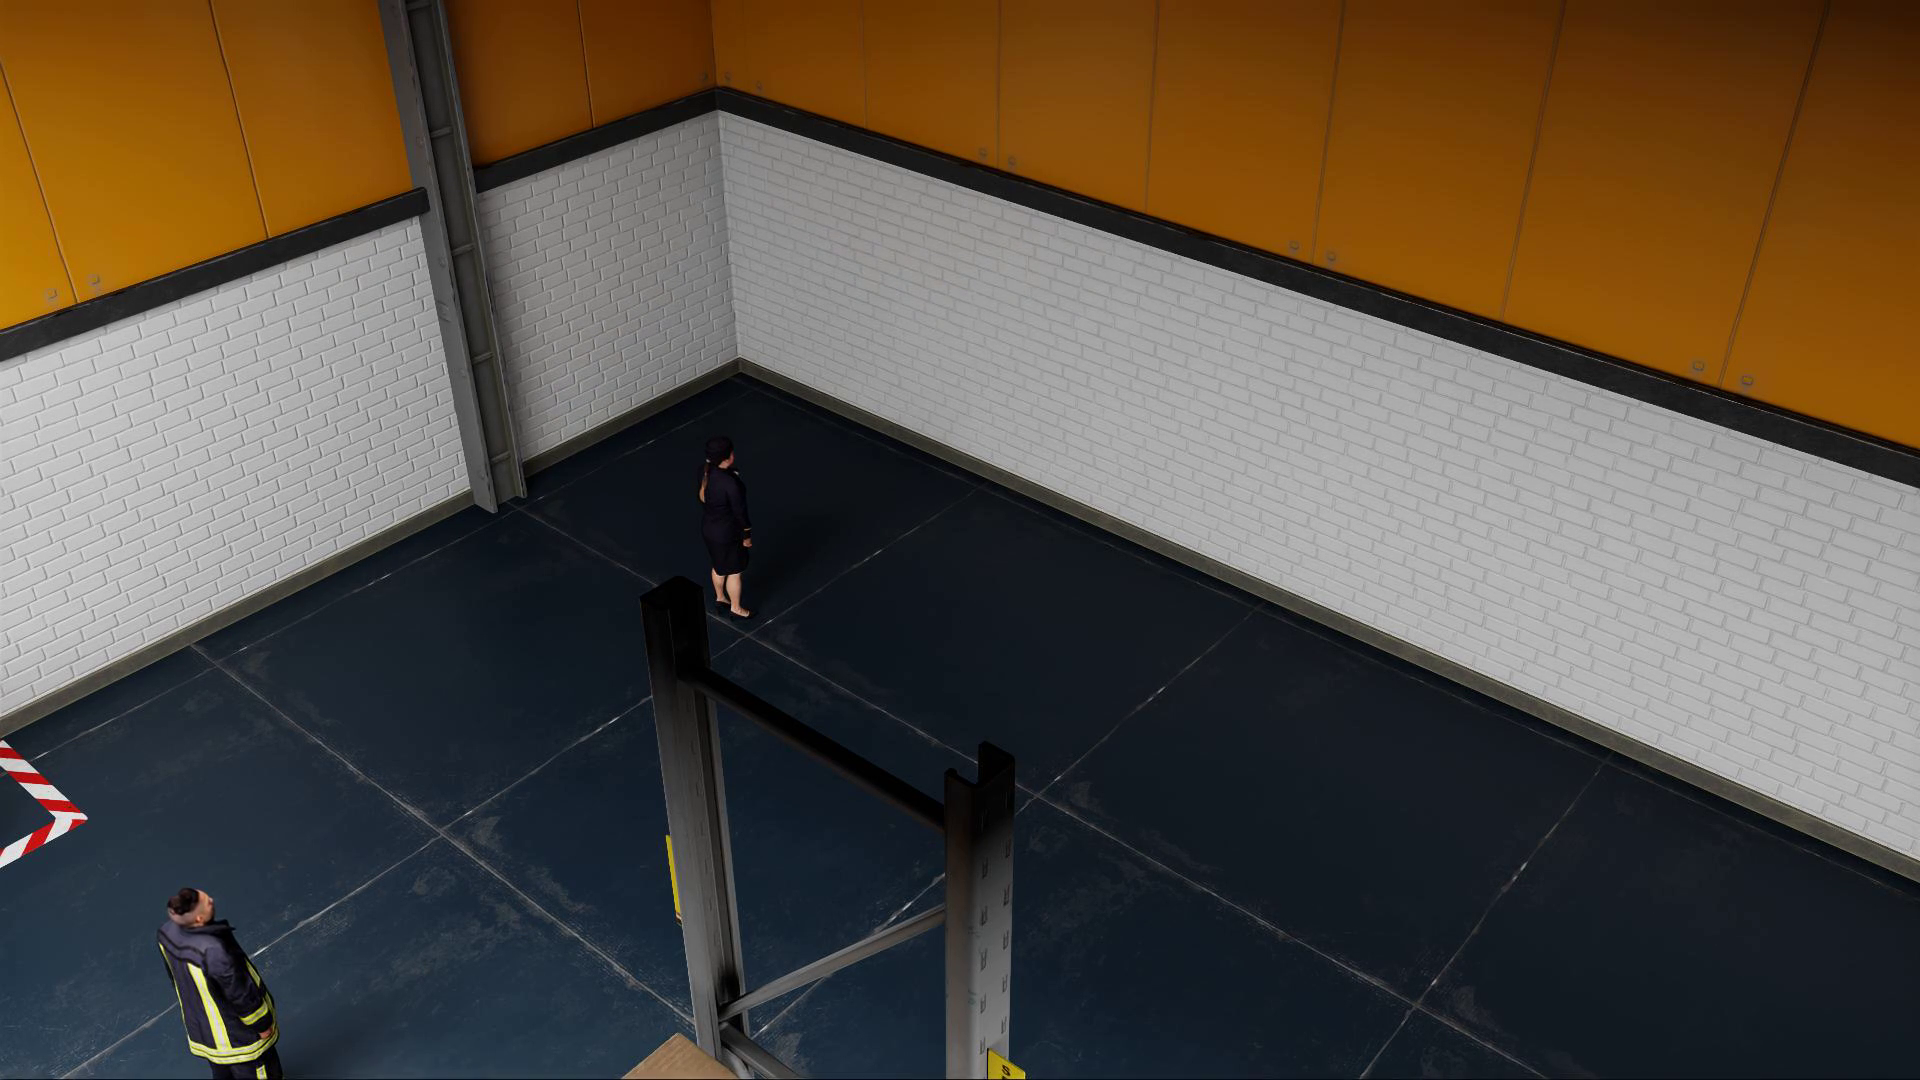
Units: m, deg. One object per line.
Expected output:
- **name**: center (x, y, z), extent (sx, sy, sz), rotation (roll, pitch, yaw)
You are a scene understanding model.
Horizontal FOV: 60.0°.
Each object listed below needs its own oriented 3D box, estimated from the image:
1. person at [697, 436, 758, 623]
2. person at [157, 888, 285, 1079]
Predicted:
- **person**: center (-1.894, -0.083, 13.408), extent (0.643, 1.671, 0.720), rotation (-29, 43, -36)
- **person**: center (-4.079, 2.584, 9.224), extent (0.815, 1.861, 0.761), rotation (17, 37, 23)
